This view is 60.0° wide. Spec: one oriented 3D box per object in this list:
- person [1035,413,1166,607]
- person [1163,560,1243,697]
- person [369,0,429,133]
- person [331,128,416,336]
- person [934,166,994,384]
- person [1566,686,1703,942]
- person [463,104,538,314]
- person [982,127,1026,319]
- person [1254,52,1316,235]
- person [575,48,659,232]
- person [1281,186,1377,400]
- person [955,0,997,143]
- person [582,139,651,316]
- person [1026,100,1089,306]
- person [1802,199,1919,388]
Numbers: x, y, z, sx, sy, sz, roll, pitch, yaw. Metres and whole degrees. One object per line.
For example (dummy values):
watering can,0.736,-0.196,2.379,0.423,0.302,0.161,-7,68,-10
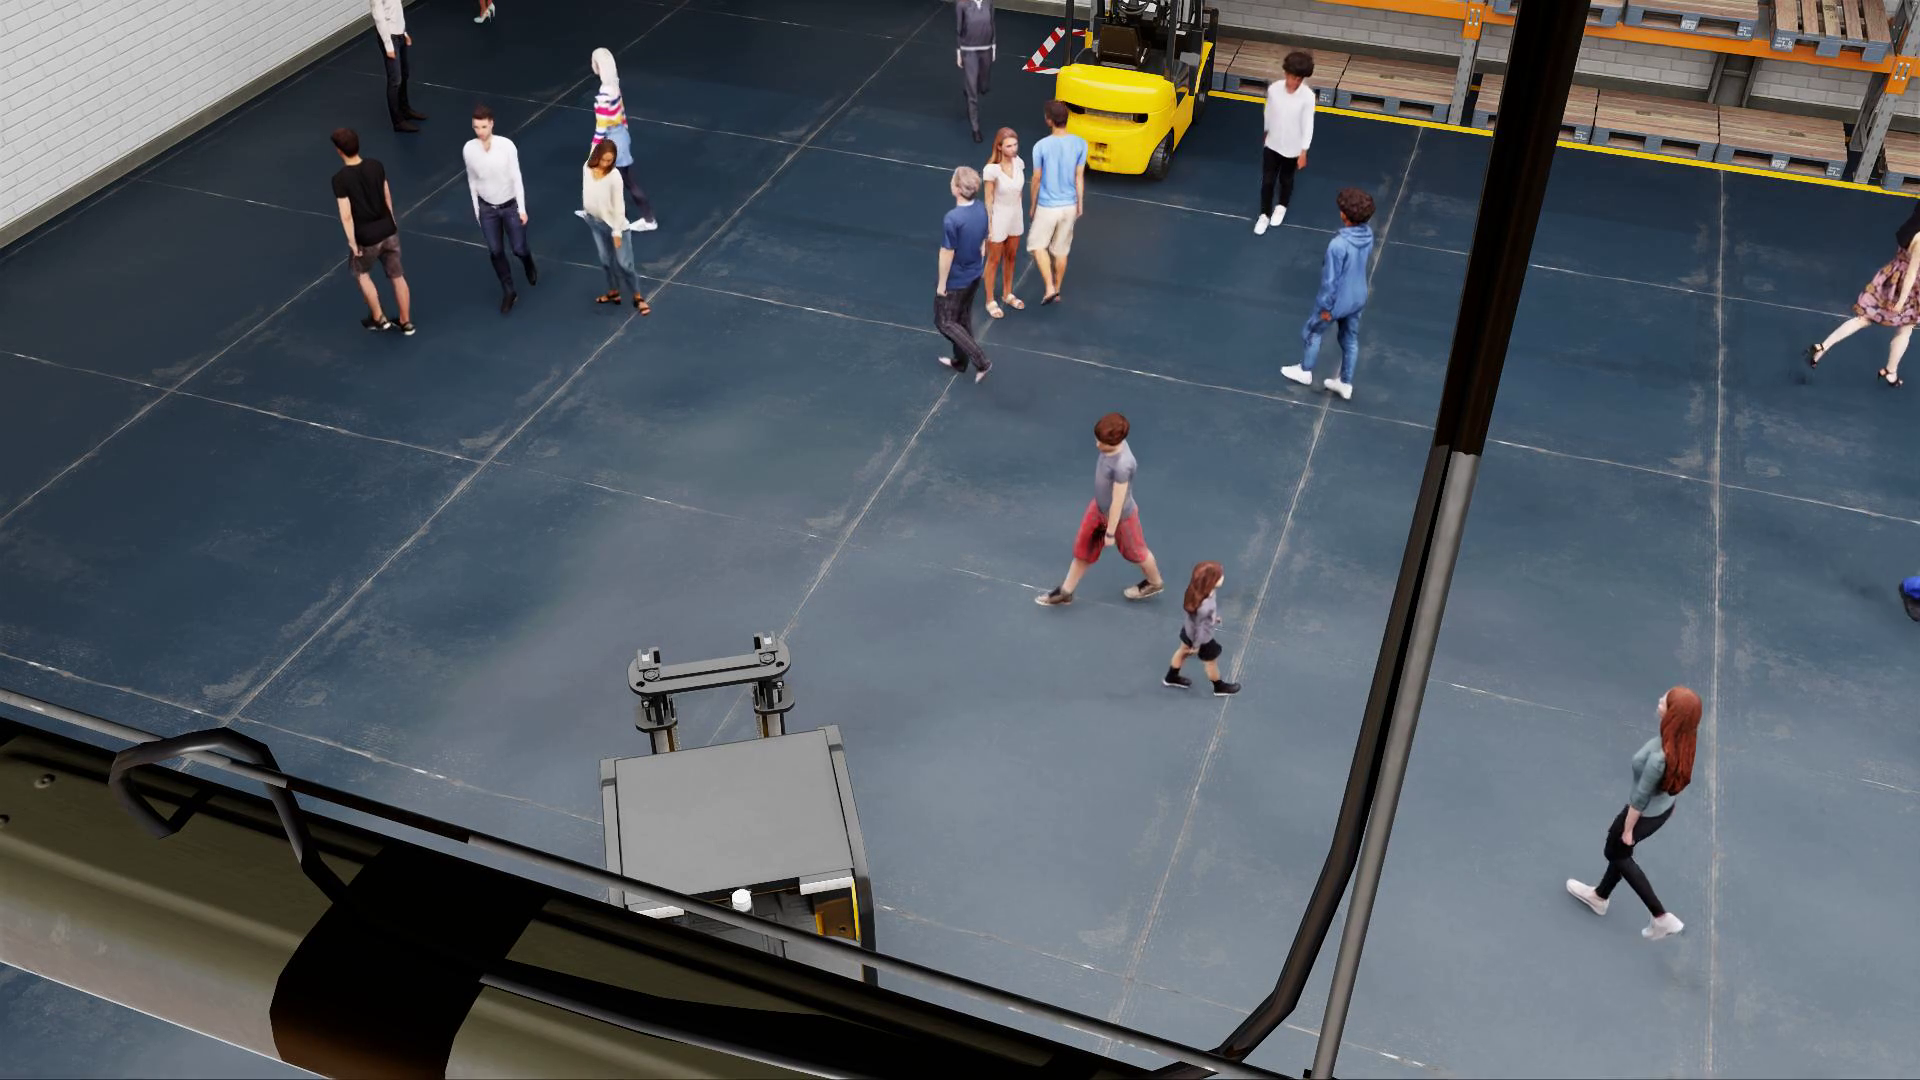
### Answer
person,1.118,-0.173,11.104,1.225,1.603,1.044,-8,39,-10
person,1.474,0.557,10.606,0.771,1.084,0.591,2,39,2
person,-5.853,-5.152,17.128,0.644,1.866,0.702,2,39,2
person,-4.831,-2.522,13.851,0.835,1.845,0.811,31,48,33
person,0.072,-2.063,13.270,0.973,1.854,0.839,27,46,30
person,3.729,1.499,8.910,0.855,1.729,1.001,-26,46,-29
person,-3.935,-2.911,14.335,0.907,1.850,0.853,2,39,2
person,0.374,-2.742,14.246,0.666,1.697,0.704,-25,45,-28
person,3.014,-3.715,15.405,0.764,1.770,0.733,21,43,24
person,-3.080,-3.634,15.302,1.113,1.772,0.874,0,39,0
person,3.067,-1.891,13.104,0.913,1.791,0.997,-26,45,-28
person,0.130,-4.998,17.020,0.937,1.760,0.966,-13,40,-15
person,-3.029,-2.721,14.255,0.816,1.652,0.628,-23,44,-26
person,0.859,-2.811,14.216,0.885,1.843,0.920,-8,39,-10
person,7.361,-1.977,13.249,1.185,1.745,0.865,1,39,1
